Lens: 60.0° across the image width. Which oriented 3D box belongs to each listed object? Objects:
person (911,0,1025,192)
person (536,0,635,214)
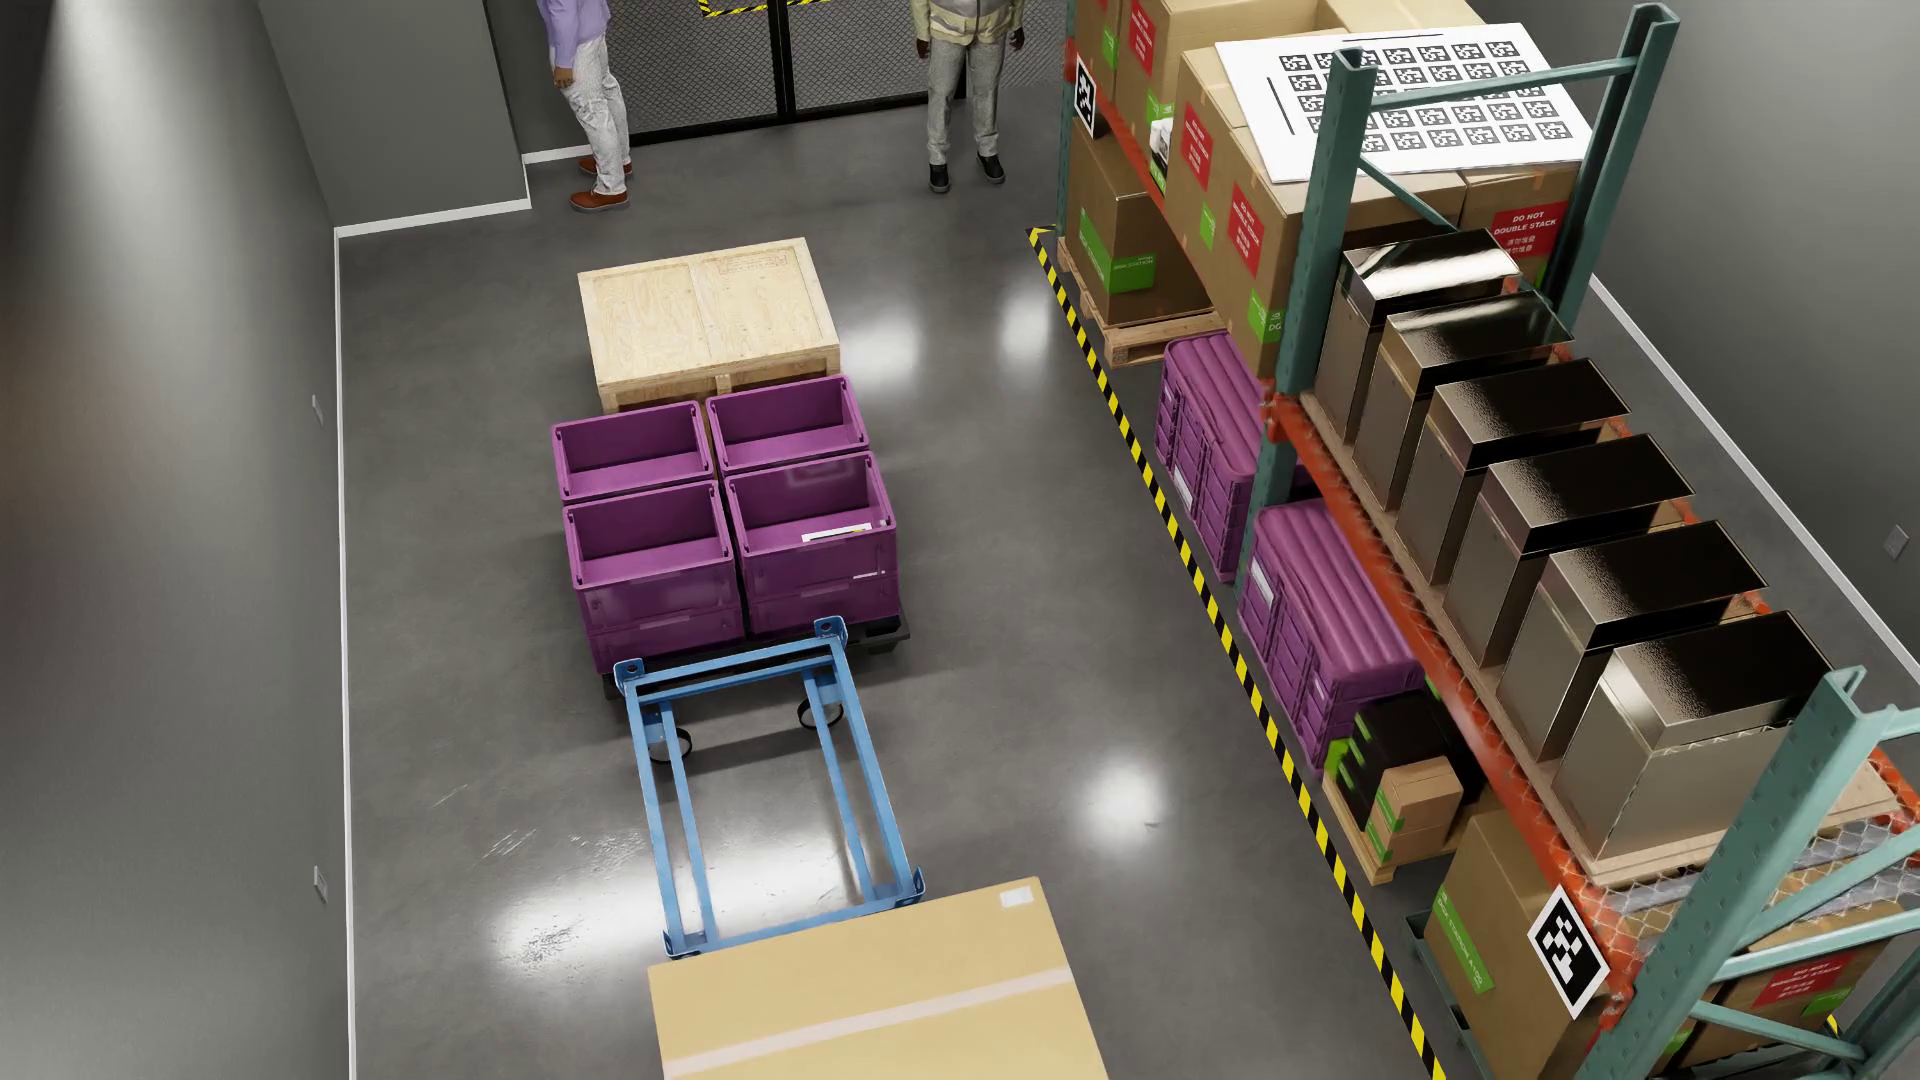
[{"bbox_3d":[0.052,-2.601,8.346,0.591,1.834,0.404,-9,48,-8],"label":"person"},{"bbox_3d":[-1.899,-2.511,8.192,0.356,1.938,0.633,1,47,1],"label":"person"}]
